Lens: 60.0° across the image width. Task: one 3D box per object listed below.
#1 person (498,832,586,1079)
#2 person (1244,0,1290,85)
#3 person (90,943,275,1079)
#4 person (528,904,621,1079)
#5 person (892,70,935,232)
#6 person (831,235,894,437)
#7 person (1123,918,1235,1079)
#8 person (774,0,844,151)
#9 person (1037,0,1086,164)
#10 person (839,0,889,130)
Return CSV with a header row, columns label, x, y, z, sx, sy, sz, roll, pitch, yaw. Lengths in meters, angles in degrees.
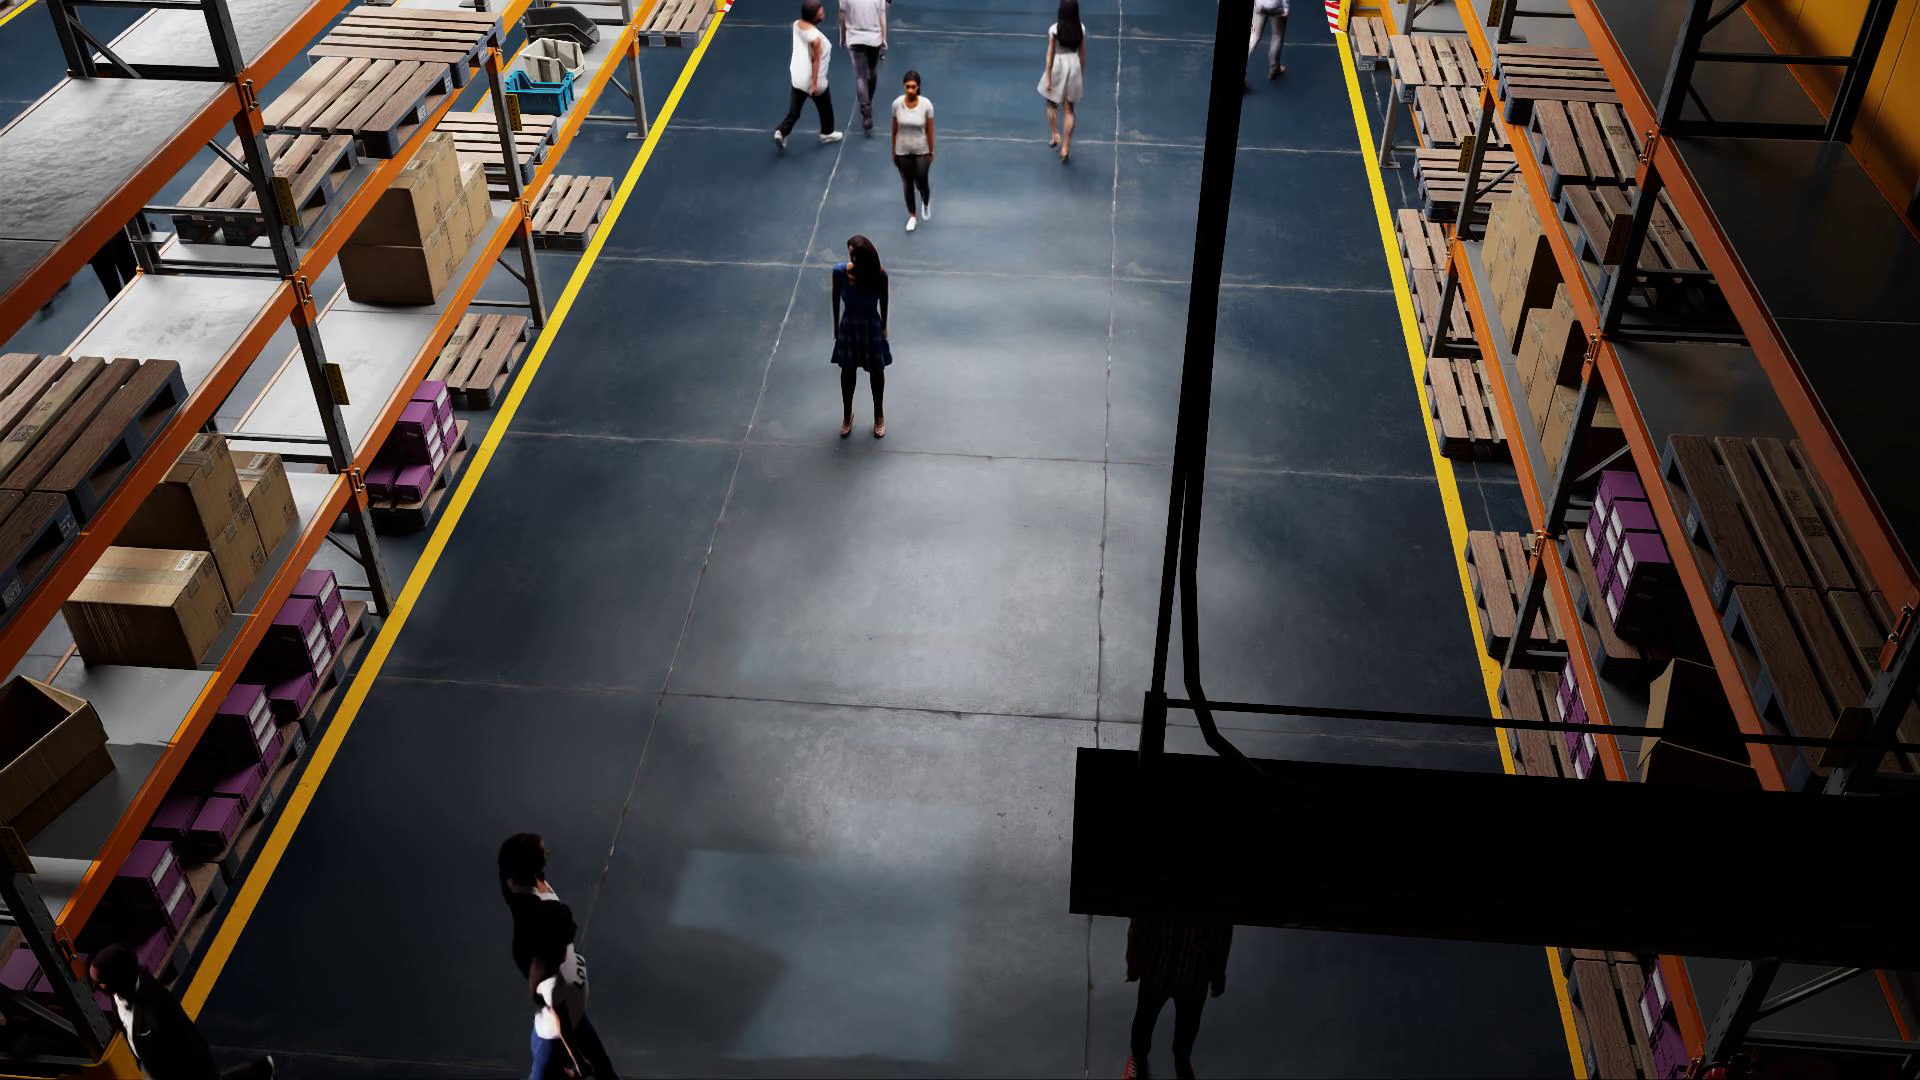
label,x,y,z,sx,sy,sz,roll,pitch,yaw
person,-2.204,2.181,8.655,0.754,1.797,0.679,-20,43,-23
person,3.478,-6.054,18.910,1.036,1.867,1.236,23,44,26
person,-3.833,2.528,8.227,0.956,1.788,1.077,24,45,27
person,-2.090,2.485,8.334,0.683,1.721,1.011,2,39,3
person,-0.455,-3.855,16.343,0.593,1.635,0.651,7,39,9
person,-0.798,-1.639,13.430,0.657,1.806,0.545,3,39,3
person,1.122,2.223,8.631,0.682,1.760,0.576,4,39,6
person,-1.638,-4.900,17.639,1.177,1.649,1.143,-26,46,-29
person,1.118,-4.791,17.414,0.734,1.759,0.797,-8,39,-9
person,-1.043,-5.368,18.119,0.957,1.782,1.320,-9,39,-11
